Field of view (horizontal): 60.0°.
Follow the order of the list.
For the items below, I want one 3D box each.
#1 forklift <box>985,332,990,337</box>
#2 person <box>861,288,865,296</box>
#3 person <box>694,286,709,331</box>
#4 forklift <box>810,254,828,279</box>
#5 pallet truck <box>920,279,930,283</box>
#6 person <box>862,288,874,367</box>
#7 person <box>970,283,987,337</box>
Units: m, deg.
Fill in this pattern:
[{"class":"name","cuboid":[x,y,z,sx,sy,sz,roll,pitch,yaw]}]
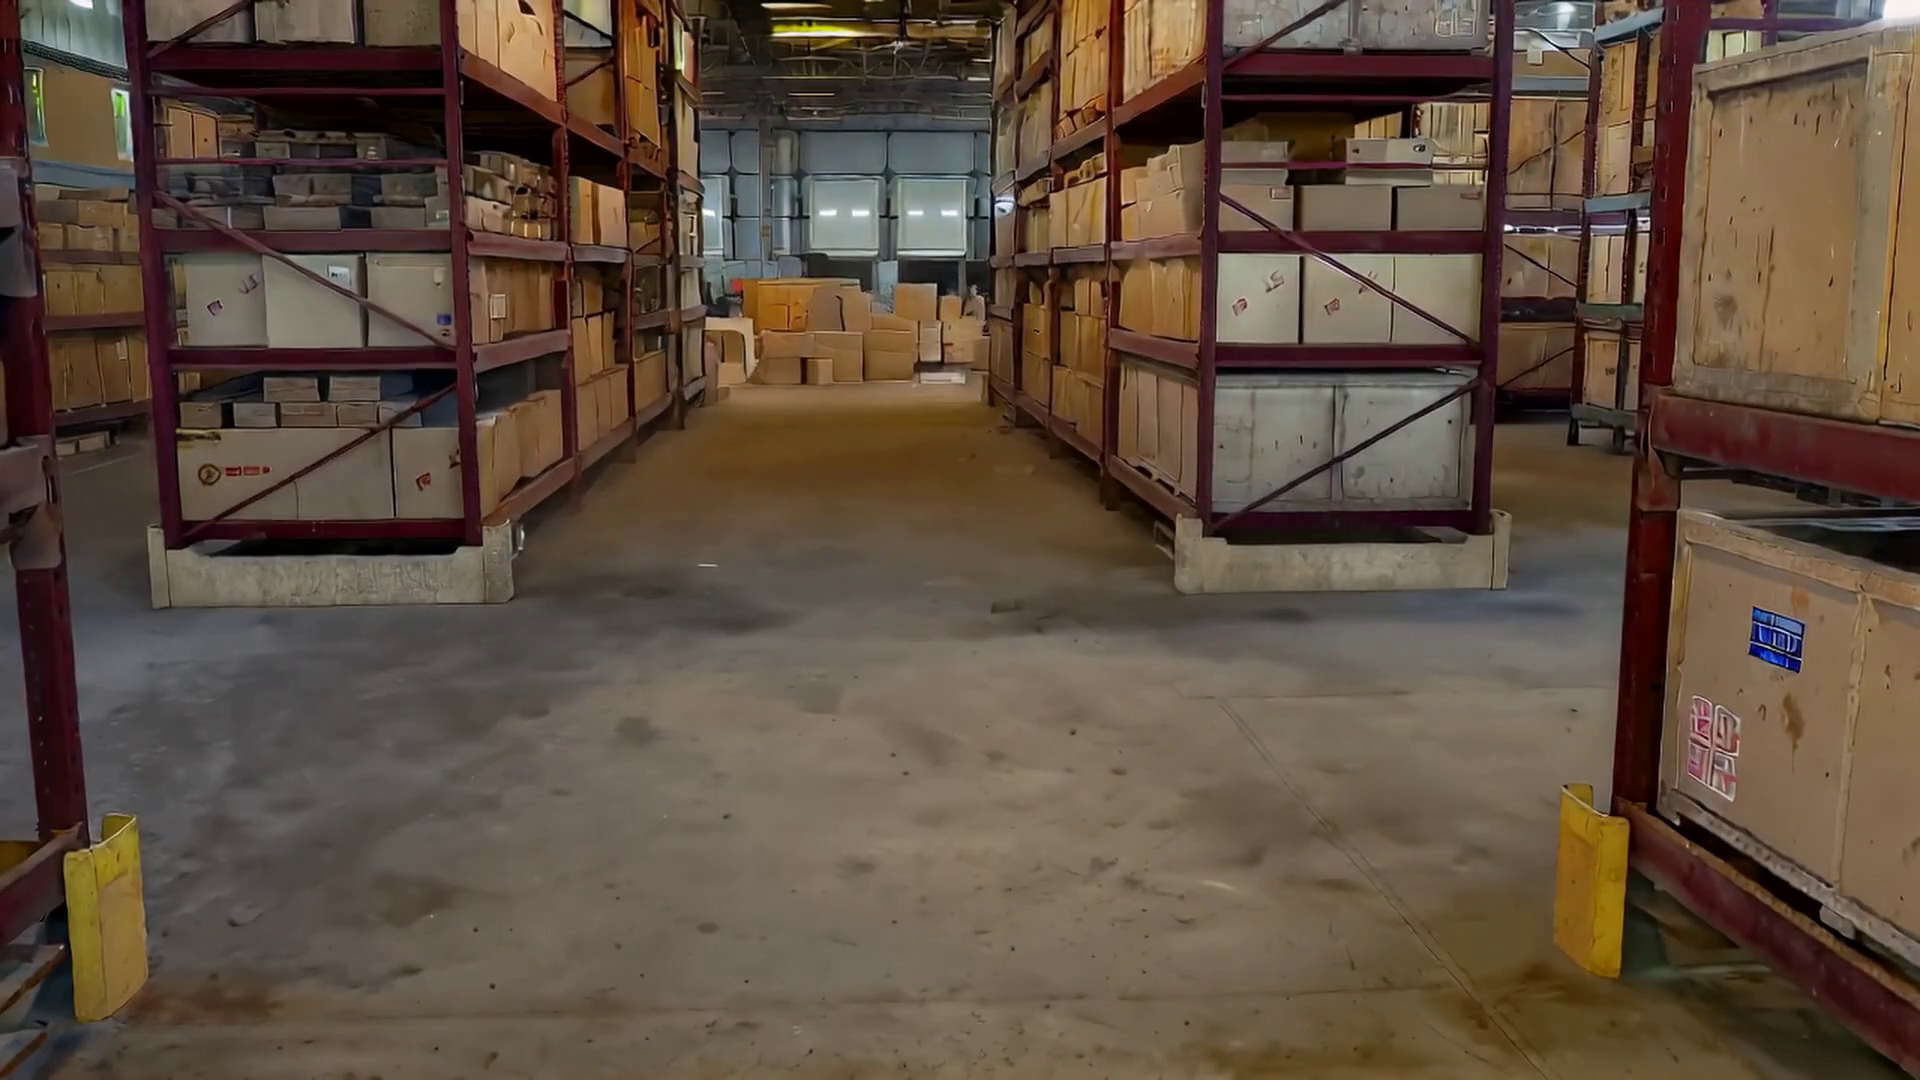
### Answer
[{"class":"forklift","cuboid":[1.406,-4.191,30.647,1.129,2.768,1.873,8,12,40]},{"class":"person","cuboid":[-3.317,-7.616,55.882,0.538,1.689,0.446,8,12,41]},{"class":"person","cuboid":[-4.744,-3.691,30.308,0.437,1.978,0.657,-2,9,-14]},{"class":"forklift","cuboid":[-4.762,-8.277,56.301,1.873,2.768,1.129,-3,10,-21]},{"class":"pallet truck","cuboid":[-0.932,-8.922,63.114,1.885,1.965,0.823,2,9,13]},{"class":"person","cuboid":[-2.086,-4.847,38.048,0.428,1.838,0.628,-4,10,-26]},{"class":"person","cuboid":[0.523,-5.866,44.172,0.485,1.918,0.657,4,10,22]}]
